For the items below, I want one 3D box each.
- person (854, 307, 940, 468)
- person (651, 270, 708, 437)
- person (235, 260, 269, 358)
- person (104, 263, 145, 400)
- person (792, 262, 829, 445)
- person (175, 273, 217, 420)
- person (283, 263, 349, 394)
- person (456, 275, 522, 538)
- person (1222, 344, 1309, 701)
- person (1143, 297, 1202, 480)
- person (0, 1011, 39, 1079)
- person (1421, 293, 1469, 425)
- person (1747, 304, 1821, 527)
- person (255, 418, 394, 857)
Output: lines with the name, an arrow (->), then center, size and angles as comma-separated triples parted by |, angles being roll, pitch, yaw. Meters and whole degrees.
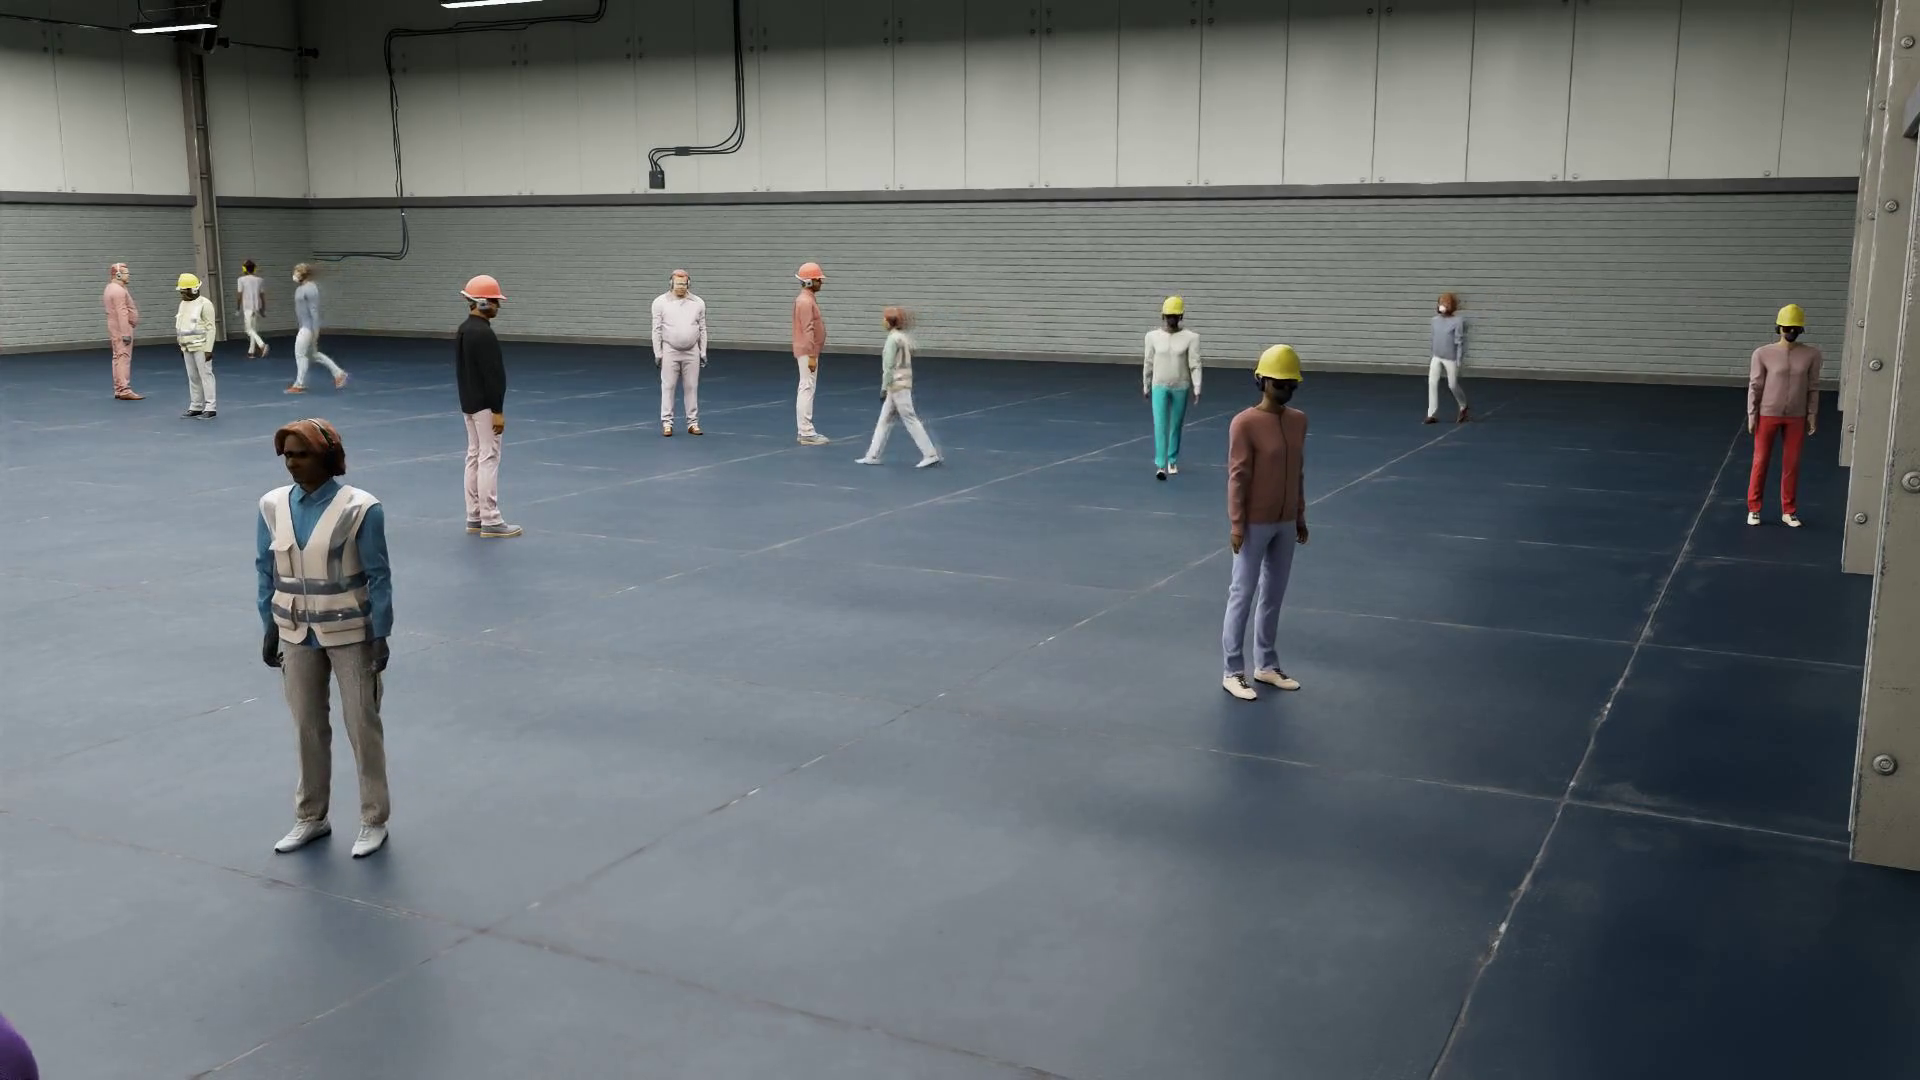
person -> -0.601, -1.503, 16.476 | 0.875, 1.593, 0.530 | 1, 10, 5
person -> -3.207, -2.142, 19.107 | 0.638, 1.903, 0.408 | -4, 11, -23
person -> -13.240, -4.313, 31.117 | 0.771, 1.846, 0.531 | 7, 12, 32
person -> -11.724, -2.919, 23.326 | 0.400, 1.907, 0.645 | -7, 13, -35
person -> -1.657, -2.056, 18.376 | 0.378, 1.996, 0.611 | -2, 11, -10
person -> -9.561, -2.412, 20.797 | 0.588, 1.822, 0.403 | 6, 12, 31
person -> -9.444, -3.089, 24.275 | 0.890, 1.910, 0.638 | -7, 12, -33
person -> -3.630, -1.019, 12.727 | 0.389, 1.990, 0.625 | -7, 13, -35
person -> 1.548, -0.090, 8.289 | 0.532, 1.765, 0.328 | -8, 13, -36
person -> 2.009, -1.436, 15.749 | 0.549, 1.710, 0.925 | 1, 10, 7
person -> -1.192, 1.029, 1.736 | 0.542, 1.930, 0.374 | 5, 11, 24
person -> 5.975, -2.222, 20.347 | 0.756, 1.603, 0.507 | -9, 13, -39
person -> 6.490, -0.972, 13.122 | 0.525, 1.761, 0.335 | 1, 10, 8
person -> -2.344, 0.364, 6.158 | 0.523, 1.638, 0.311 | 2, 11, 11
